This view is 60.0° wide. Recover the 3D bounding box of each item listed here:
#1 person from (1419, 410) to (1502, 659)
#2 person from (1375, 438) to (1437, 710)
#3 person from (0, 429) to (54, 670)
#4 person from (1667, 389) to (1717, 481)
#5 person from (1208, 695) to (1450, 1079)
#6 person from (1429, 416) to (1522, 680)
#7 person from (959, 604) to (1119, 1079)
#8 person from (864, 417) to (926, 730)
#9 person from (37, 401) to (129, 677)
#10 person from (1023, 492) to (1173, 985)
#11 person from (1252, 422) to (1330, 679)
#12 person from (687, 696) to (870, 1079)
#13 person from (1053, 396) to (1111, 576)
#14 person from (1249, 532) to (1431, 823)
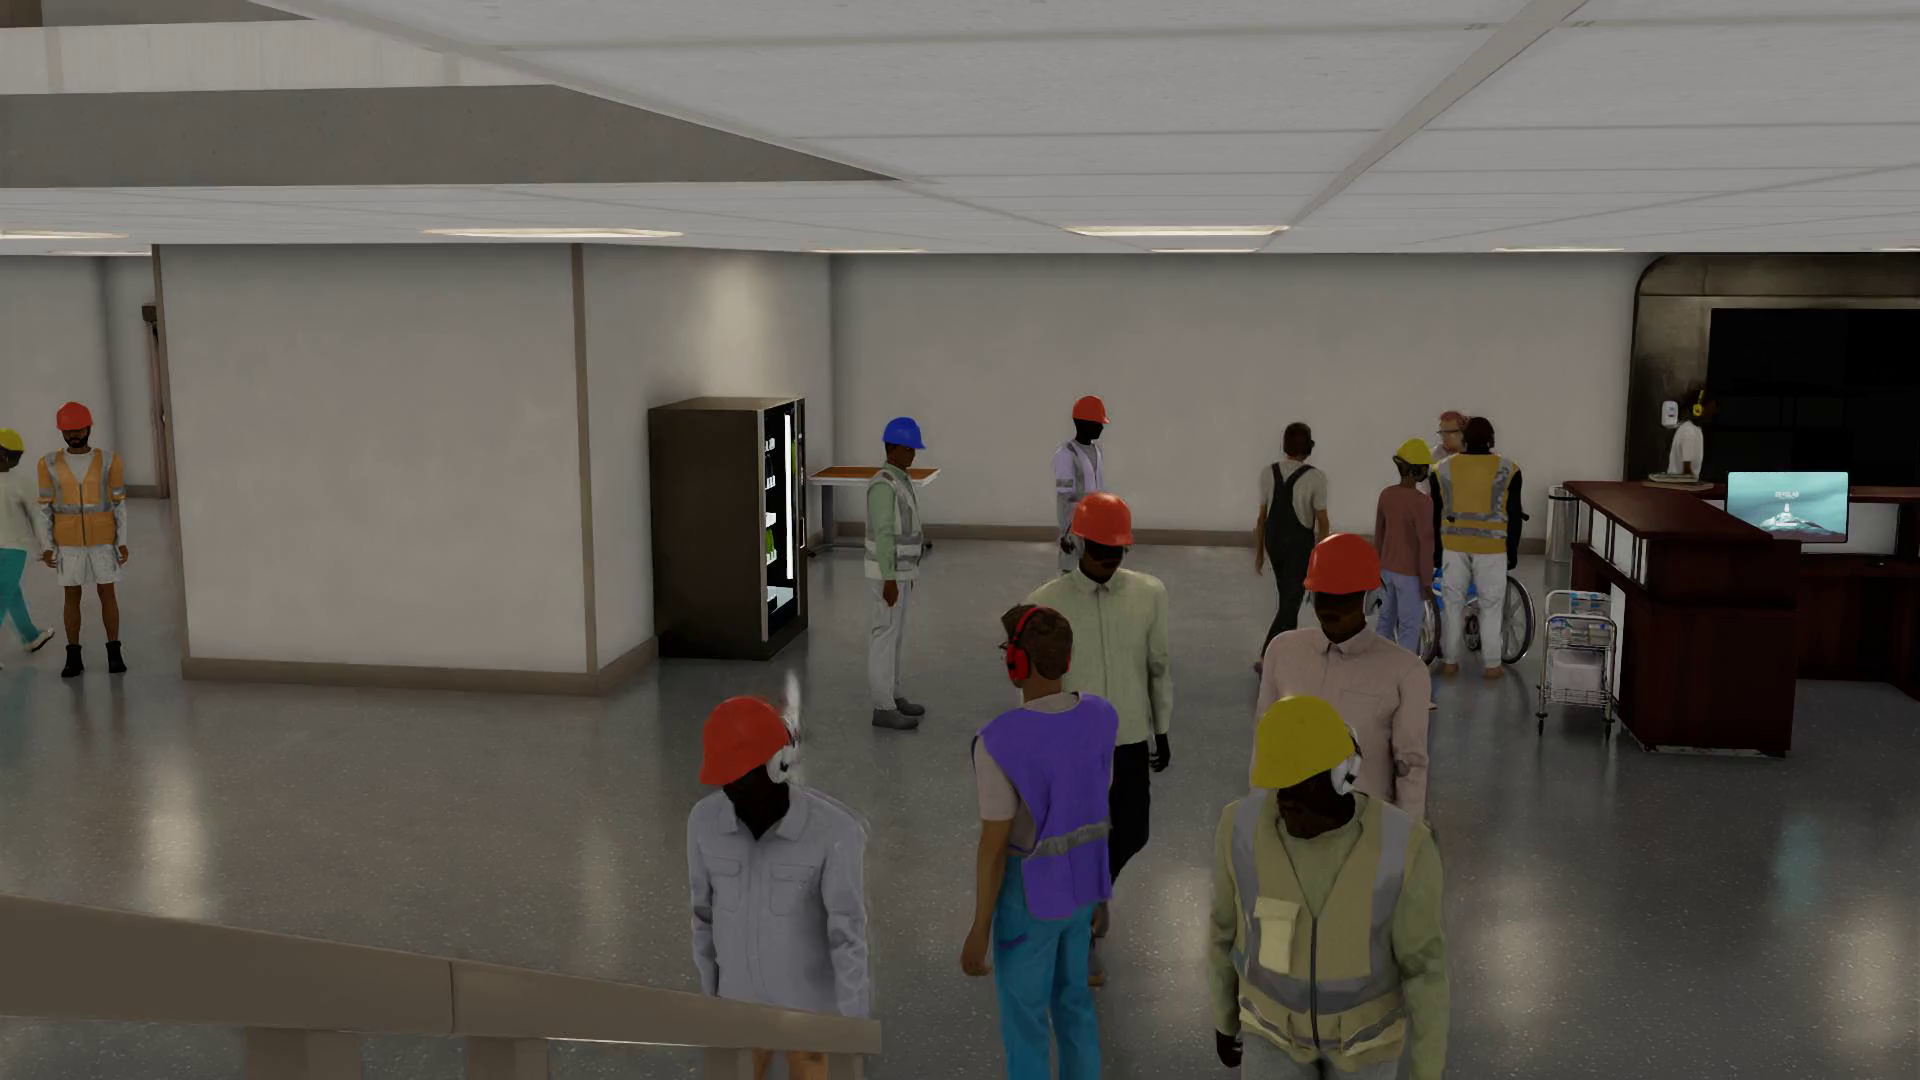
[{"bbox_3d":[3.685,-0.042,12.255,0.654,1.827,1.029,9,13,43],"label":"person"},{"bbox_3d":[2.908,0.219,10.841,0.331,1.768,0.526,-4,10,-23],"label":"person"},{"bbox_3d":[-6.878,0.058,12.011,0.513,1.708,0.952,2,9,11],"label":"person"},{"bbox_3d":[6.332,-0.378,14.283,0.775,1.834,0.561,5,11,30],"label":"person"},{"bbox_3d":[0.920,1.273,4.224,0.621,1.796,0.627,3,10,17],"label":"person"},{"bbox_3d":[3.594,0.058,11.632,0.626,1.841,0.429,5,10,27],"label":"person"},{"bbox_3d":[0.264,1.111,5.102,0.387,1.844,0.565,9,13,44],"label":"person"},{"bbox_3d":[-0.402,0.197,10.432,0.402,1.942,0.604,2,9,10],"label":"person"},{"bbox_3d":[-6.155,-0.007,11.701,0.550,1.937,0.357,-4,10,-25],"label":"person"},{"bbox_3d":[0.545,0.772,6.742,0.637,1.979,0.517,-1,9,-8],"label":"person"},{"bbox_3d":[2.279,0.084,11.581,0.522,1.811,0.930,7,12,38],"label":"person"},{"bbox_3d":[-0.499,1.263,4.535,0.581,1.718,0.516,3,10,16],"label":"person"},{"bbox_3d":[0.925,-0.110,12.379,0.389,1.928,0.549,7,12,38],"label":"person"},{"bbox_3d":[1.247,0.957,5.574,0.612,1.996,0.376,6,11,35],"label":"person"}]
